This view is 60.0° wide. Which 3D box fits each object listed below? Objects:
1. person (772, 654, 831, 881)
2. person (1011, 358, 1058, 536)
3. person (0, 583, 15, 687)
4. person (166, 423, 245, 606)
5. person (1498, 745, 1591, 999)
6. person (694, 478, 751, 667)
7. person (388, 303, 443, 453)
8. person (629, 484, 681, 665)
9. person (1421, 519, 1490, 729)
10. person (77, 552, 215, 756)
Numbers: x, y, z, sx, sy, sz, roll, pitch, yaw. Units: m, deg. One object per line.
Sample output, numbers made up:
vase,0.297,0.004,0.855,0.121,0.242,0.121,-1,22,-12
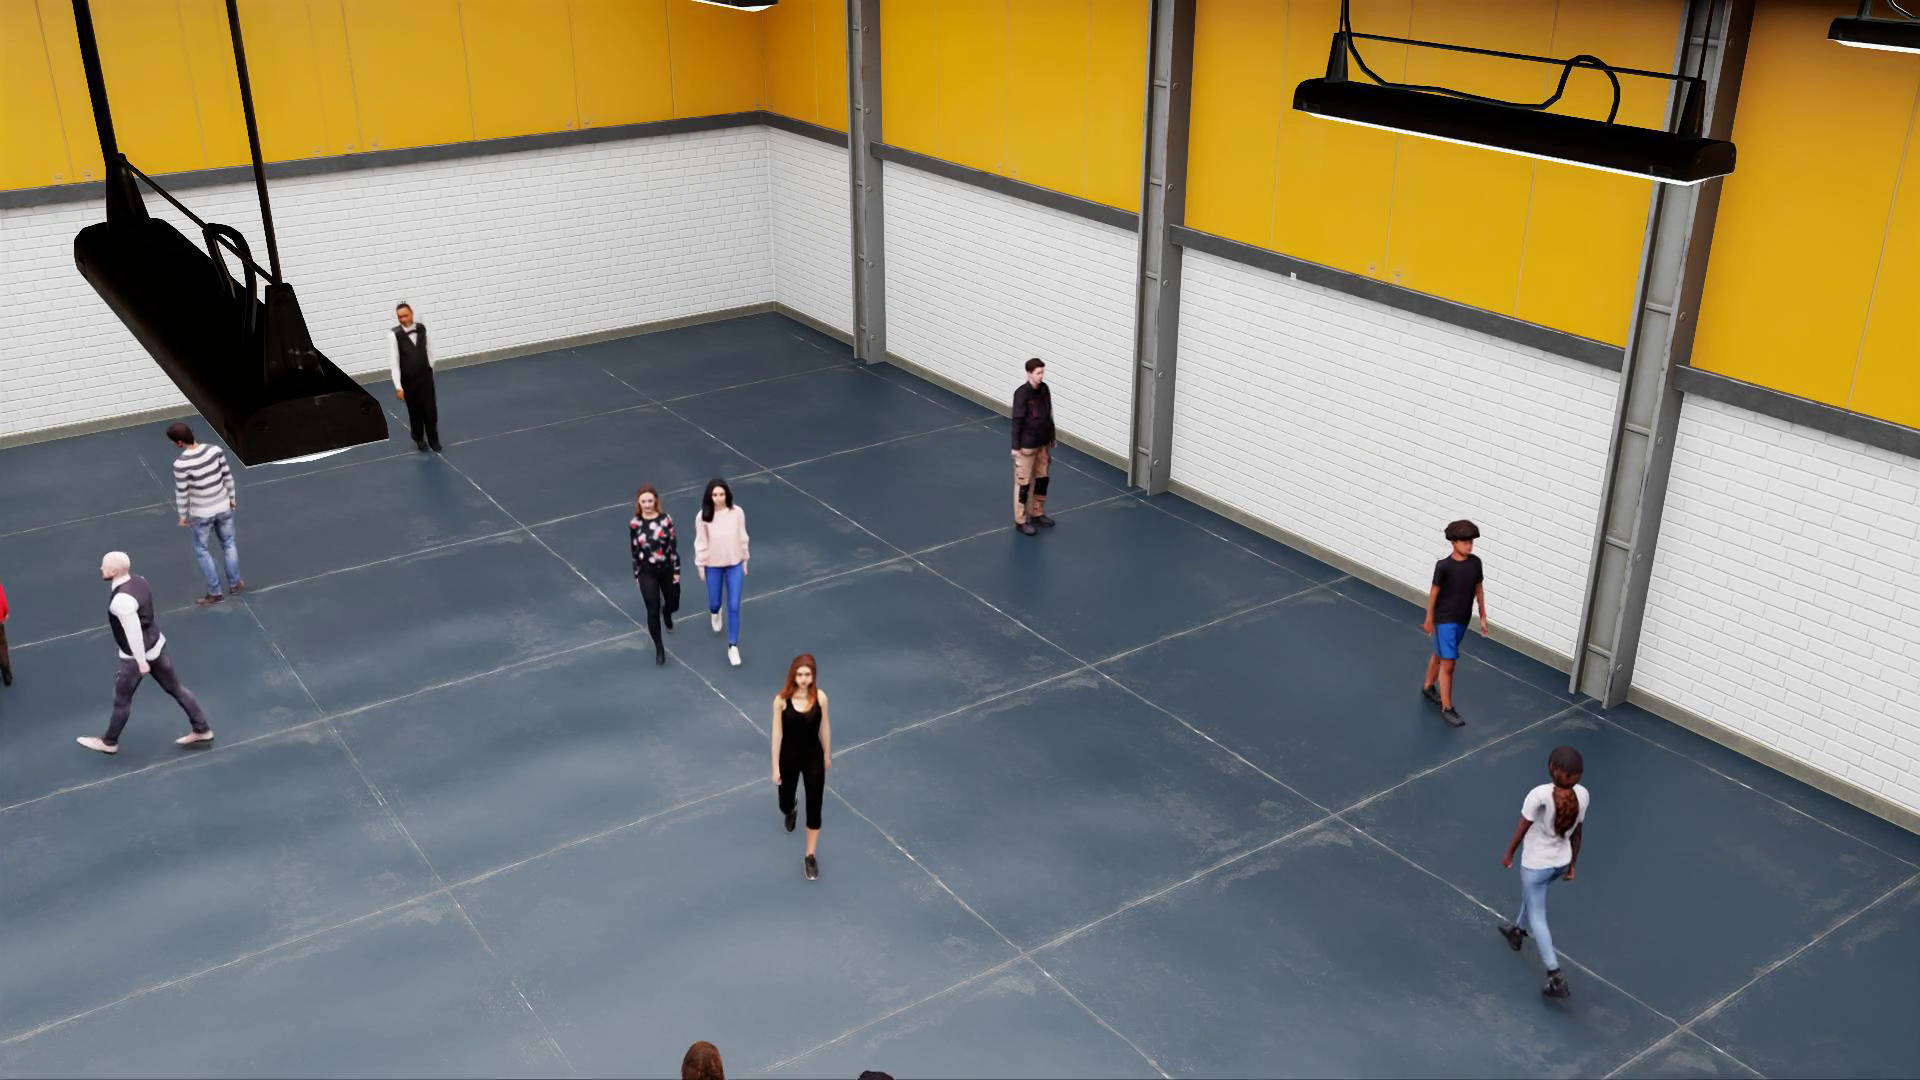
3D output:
person,-1.154,1.567,12.007,0.827,1.713,1.022,-4,24,-10
person,0.769,-1.020,17.664,0.659,1.922,0.743,22,32,40
person,-8.492,0.710,14.516,0.495,1.273,0.495,-15,28,-31
person,-7.253,-0.296,16.142,0.808,1.813,0.733,-15,28,-31
person,3.805,2.146,10.715,0.843,1.686,1.184,-7,25,-15
person,-2.142,0.224,15.032,0.890,1.750,1.109,-6,24,-13
person,-6.499,-1.946,19.841,0.718,1.875,0.796,-20,30,-37
person,-2.739,0.257,15.058,0.785,1.668,0.983,-5,24,-12
person,4.112,0.624,14.096,0.758,1.767,1.020,-9,25,-21
person,-6.486,0.932,13.388,1.142,1.770,1.284,-3,24,-7
